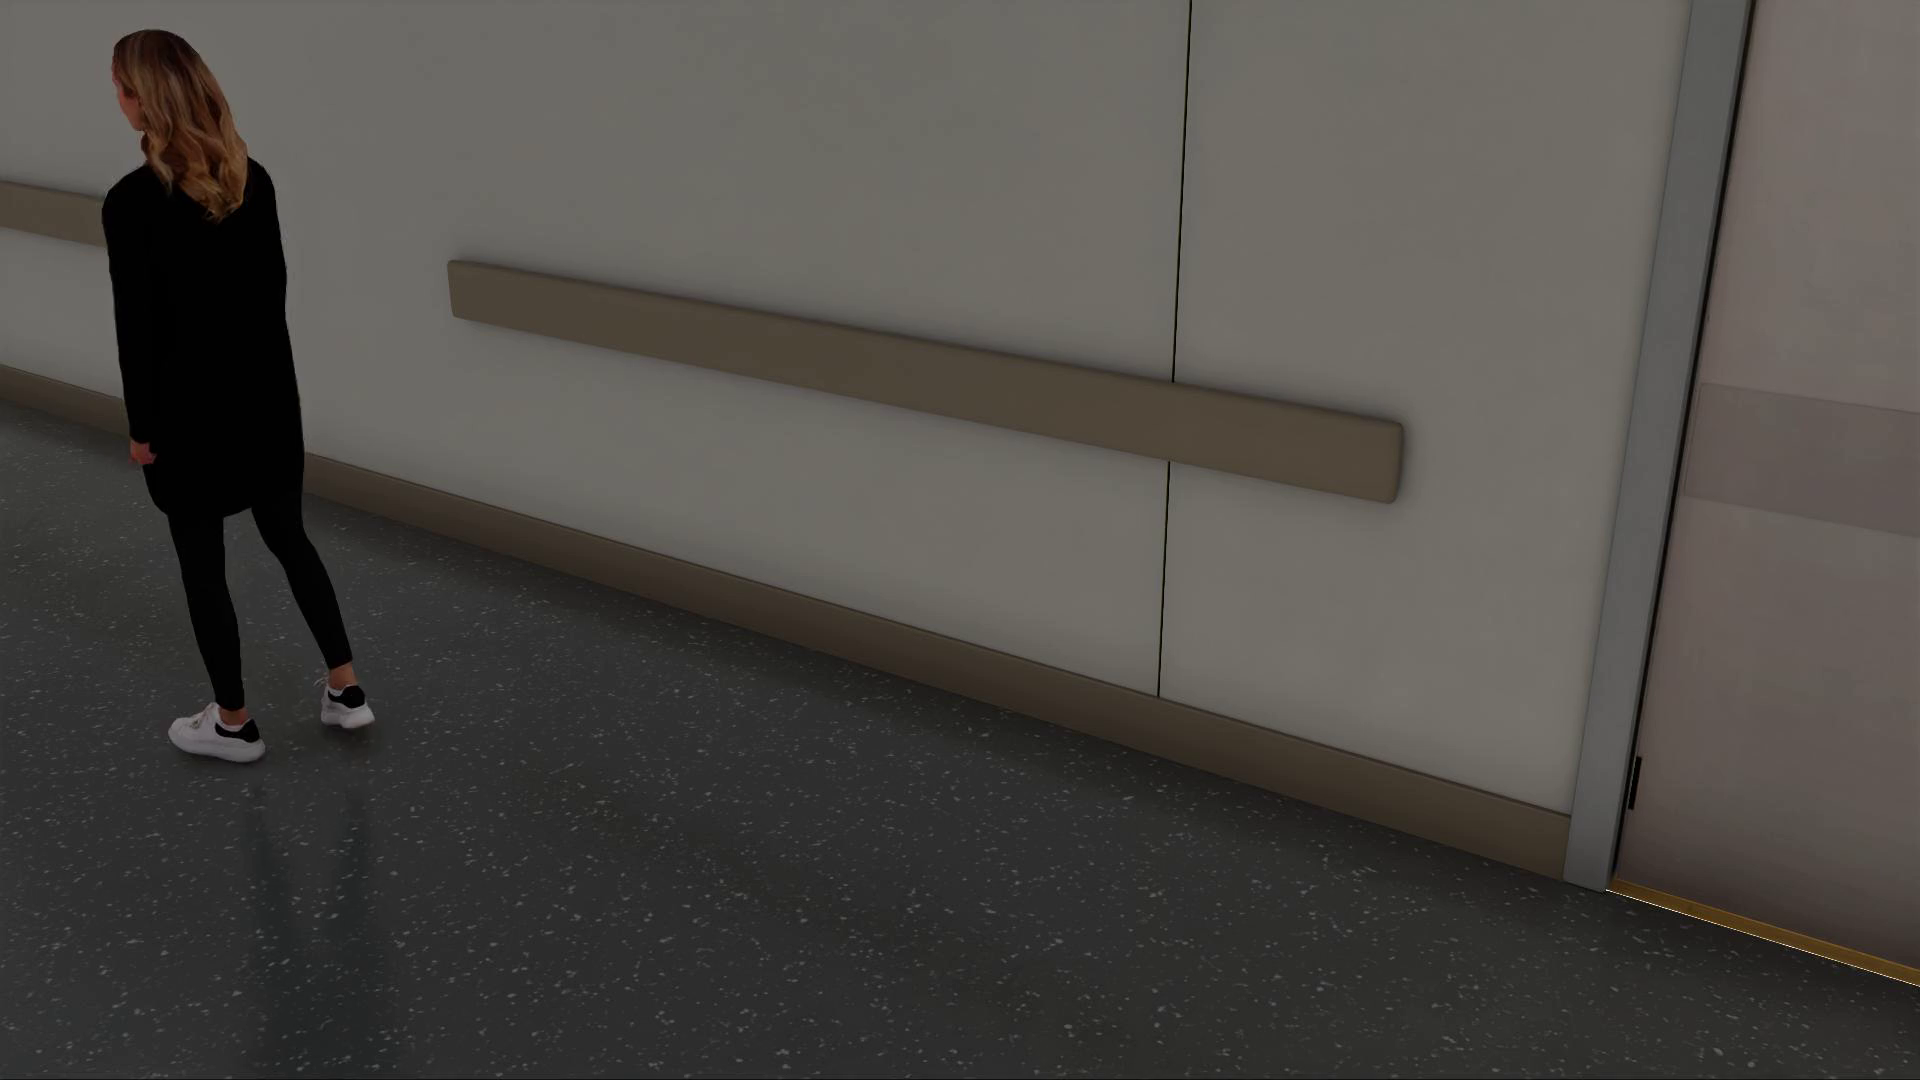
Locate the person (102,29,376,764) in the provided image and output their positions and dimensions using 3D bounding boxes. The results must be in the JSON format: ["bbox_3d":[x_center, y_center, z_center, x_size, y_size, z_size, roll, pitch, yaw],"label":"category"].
[{"bbox_3d":[-1.772,-0.299,4.026,0.736,1.799,0.691,12,24,29],"label":"person"}]
